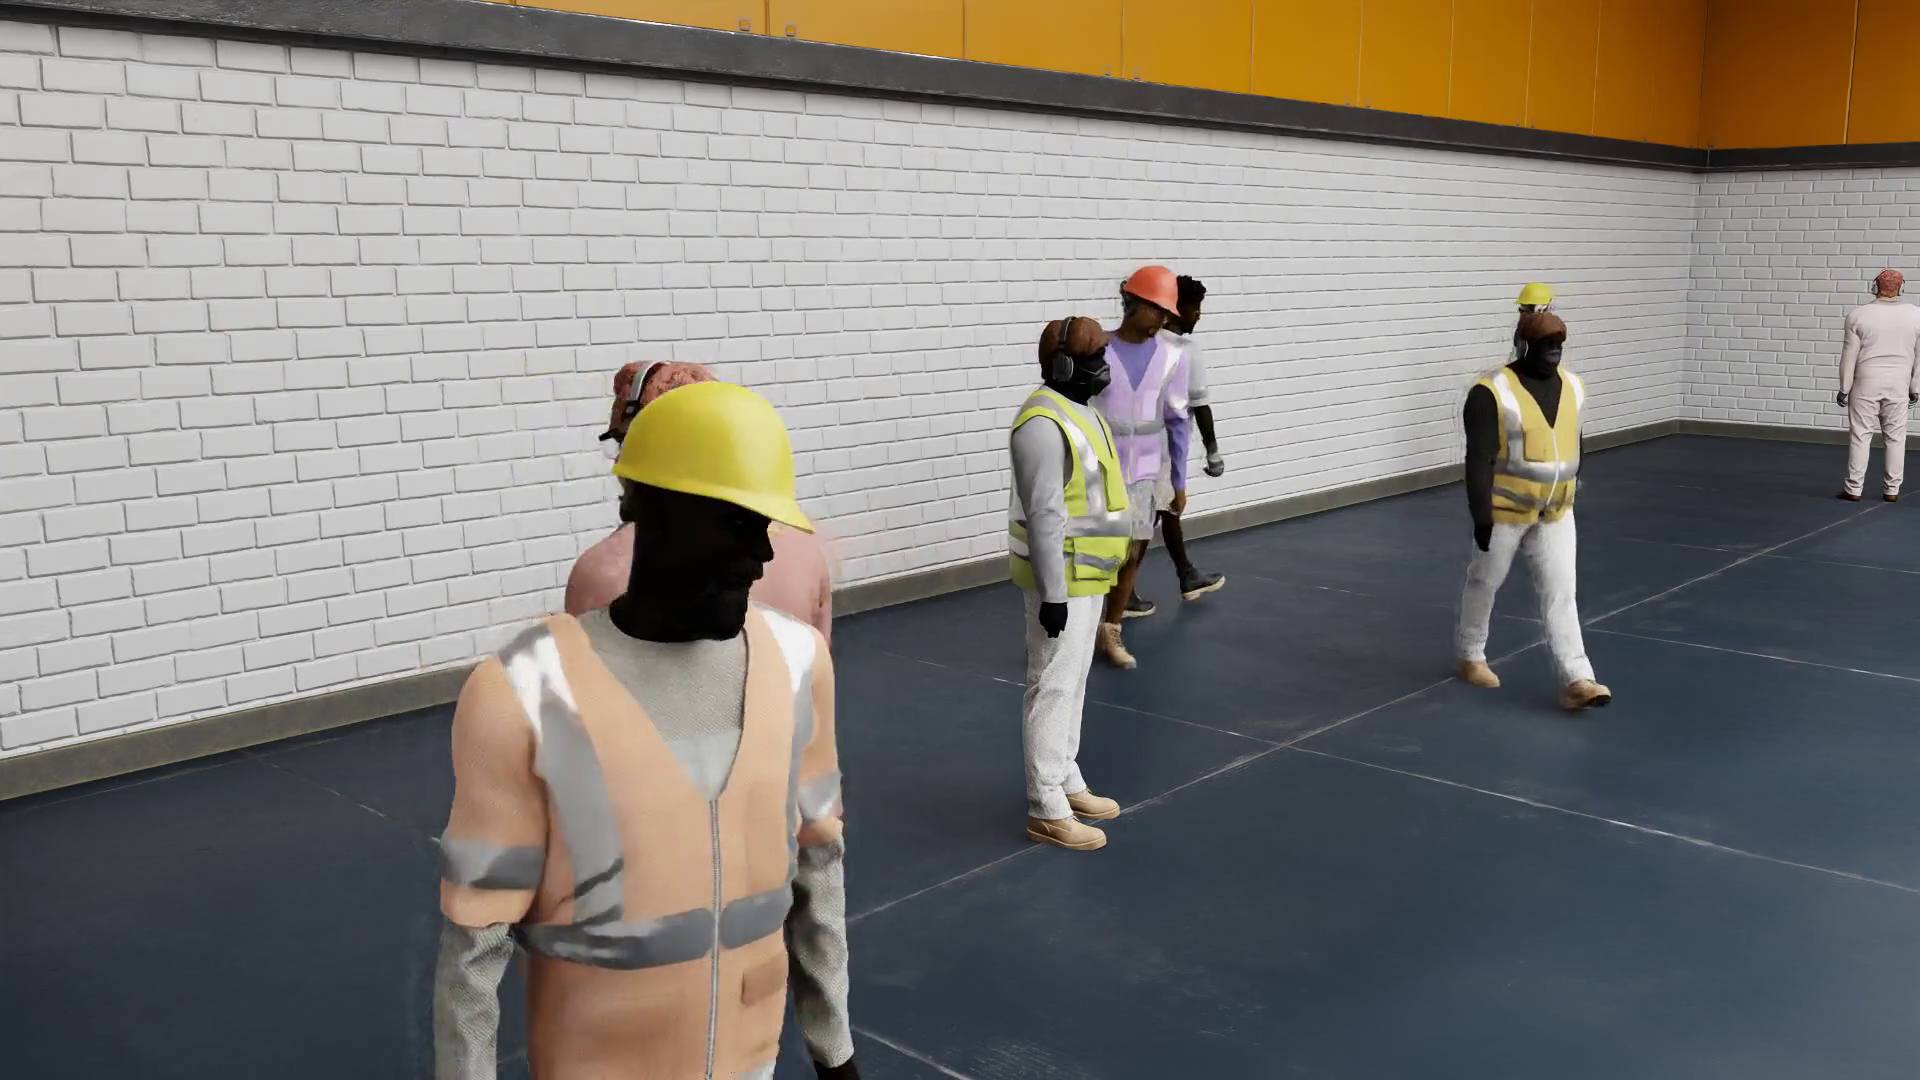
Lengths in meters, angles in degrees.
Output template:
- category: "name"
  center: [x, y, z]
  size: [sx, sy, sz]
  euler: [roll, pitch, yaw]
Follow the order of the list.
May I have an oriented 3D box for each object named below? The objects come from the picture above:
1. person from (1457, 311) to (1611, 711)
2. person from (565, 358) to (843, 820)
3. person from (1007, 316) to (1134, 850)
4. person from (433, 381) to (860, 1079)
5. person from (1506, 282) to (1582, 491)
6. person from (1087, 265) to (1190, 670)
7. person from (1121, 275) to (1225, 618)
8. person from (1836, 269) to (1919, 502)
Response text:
- category: "person"
  center: [2.598, -0.137, 7.576]
  size: [0.655, 1.785, 0.981]
  euler: [-3, 10, -15]
- category: "person"
  center: [-0.447, 0.589, 3.201]
  size: [0.829, 1.876, 0.651]
  euler: [6, 12, 30]
- category: "person"
  center: [0.390, 0.141, 5.847]
  size: [0.429, 1.844, 0.625]
  euler: [3, 10, 15]
- category: "person"
  center: [-0.449, 0.730, 2.370]
  size: [0.696, 1.895, 0.367]
  euler: [-8, 13, -39]
- category: "person"
  center: [4.613, -1.166, 13.376]
  size: [0.761, 1.810, 0.610]
  euler: [2, 10, 12]
- category: "person"
  center: [0.795, -0.330, 8.088]
  size: [0.641, 1.994, 0.534]
  euler: [-2, 10, -13]
- category: "person"
  center: [1.240, -0.527, 9.414]
  size: [0.968, 1.914, 0.606]
  euler: [-5, 11, -27]
- category: "person"
  center: [7.524, -1.257, 13.621]
  size: [0.643, 1.908, 0.408]
  euler: [2, 10, 11]
